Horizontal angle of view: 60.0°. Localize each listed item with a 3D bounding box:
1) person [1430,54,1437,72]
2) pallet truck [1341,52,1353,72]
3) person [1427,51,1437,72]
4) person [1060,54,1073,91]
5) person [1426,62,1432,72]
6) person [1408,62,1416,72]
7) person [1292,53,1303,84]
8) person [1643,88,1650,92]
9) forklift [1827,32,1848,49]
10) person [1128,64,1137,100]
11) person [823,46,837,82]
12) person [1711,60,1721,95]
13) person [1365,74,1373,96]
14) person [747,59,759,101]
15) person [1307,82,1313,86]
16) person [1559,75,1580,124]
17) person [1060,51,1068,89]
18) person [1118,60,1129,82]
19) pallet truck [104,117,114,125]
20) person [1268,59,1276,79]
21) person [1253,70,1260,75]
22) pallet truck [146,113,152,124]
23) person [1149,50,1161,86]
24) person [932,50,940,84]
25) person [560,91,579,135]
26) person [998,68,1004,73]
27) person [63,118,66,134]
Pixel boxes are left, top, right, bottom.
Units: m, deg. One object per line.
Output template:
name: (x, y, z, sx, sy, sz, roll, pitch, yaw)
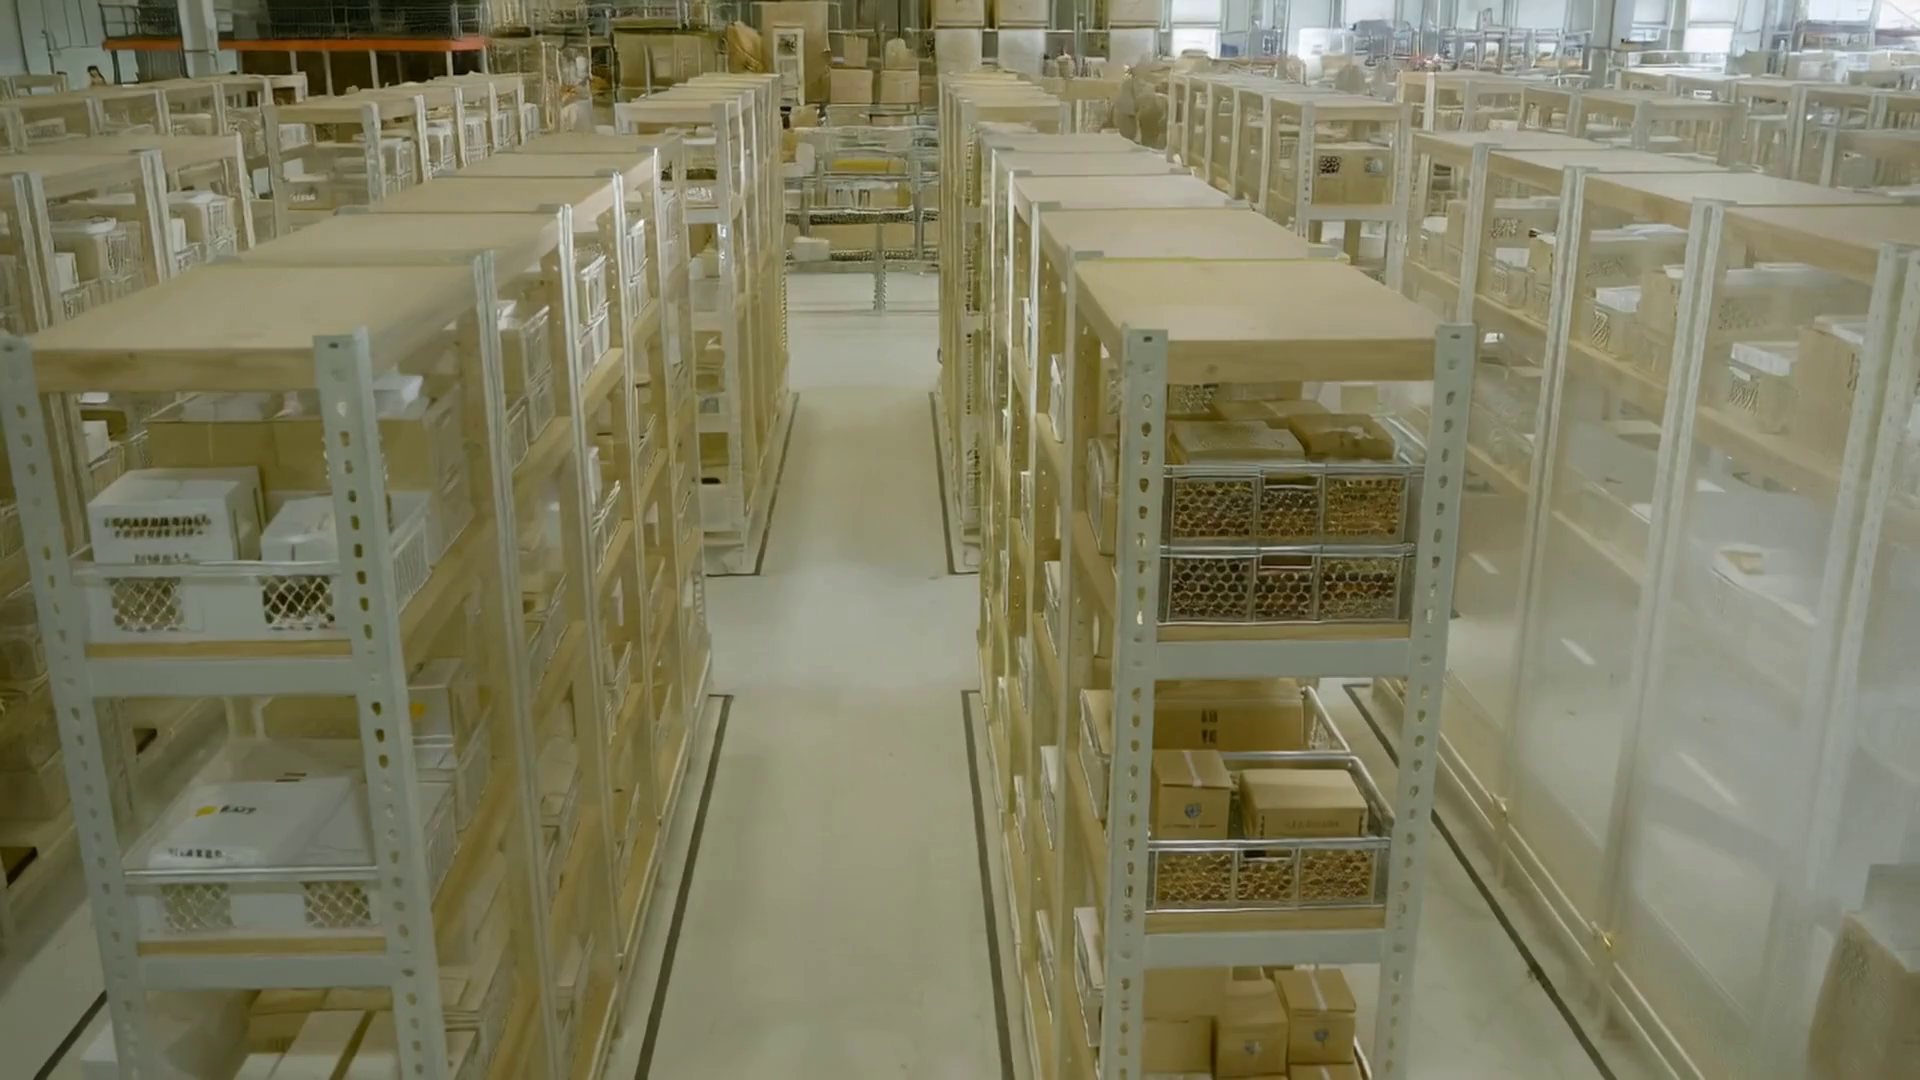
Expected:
person: (23.426, -23.109, 82.386, 0.615, 1.868, 1.005, -15, 23, -38)
pallet truck: (18.794, -23.123, 82.231, 0.823, 1.965, 1.885, -13, 22, -35)
person: (24.778, -24.721, 87.343, 0.964, 1.888, 0.561, 0, 18, 0)
person: (5.364, -23.561, 83.837, 0.637, 1.842, 0.429, 6, 19, 17)
person: (20.209, -19.688, 71.856, 0.346, 1.840, 0.505, 7, 19, 20)
person: (19.743, -19.920, 72.590, 0.717, 1.839, 0.581, -4, 18, -12)
person: (16.932, -23.318, 82.970, 0.828, 1.909, 0.644, -10, 21, -29)
person: (21.415, -13.200, 51.939, 0.405, 1.750, 0.547, -4, 18, -12)
forklift: (46.023, -25.321, 87.619, 1.129, 2.768, 1.873, -1, 18, -2)
person: (6.969, -18.312, 67.469, 0.391, 1.920, 0.587, -9, 20, -26)
person: (-7.366, -26.789, 93.638, 0.844, 1.964, 0.634, -6, 19, -18)
person: (33.818, -20.537, 74.484, 0.964, 1.848, 0.572, -1, 18, -4)
person: (14.565, -15.703, 59.469, 0.328, 1.877, 0.513, -1, 18, -2)
person: (-9.284, -20.648, 74.753, 0.578, 1.882, 0.346, 3, 18, 8)
person: (11.941, -14.847, 57.113, 0.320, 1.694, 0.533, 5, 19, 16)
person: (20.125, -14.324, 54.934, 0.678, 2.000, 0.537, 10, 20, 28)
person: (5.367, -24.145, 85.509, 0.605, 1.933, 0.476, 15, 23, 38)
person: (7.643, -21.689, 78.236, 0.701, 1.720, 0.501, 16, 24, 40)
pallet truck: (-18.367, -7.885, 35.078, 1.885, 1.965, 0.823, 1, 18, 2)
person: (15.095, -22.404, 80.505, 0.534, 1.692, 0.321, -16, 24, -40)
person: (10.817, -16.303, 61.249, 0.485, 1.924, 0.555, 10, 20, 27)
pallet truck: (-18.087, -8.309, 36.390, 1.885, 1.965, 0.823, -1, 18, -4)
person: (10.403, -25.019, 88.237, 0.587, 1.911, 0.608, 7, 19, 21)
person: (-1.315, -26.050, 91.567, 0.429, 1.829, 0.640, -10, 20, -27)
person: (-10.522, -11.044, 44.779, 0.605, 2.045, 0.377, 9, 20, 26)
person: (1.583, -17.072, 63.622, 0.407, 1.922, 0.585, -6, 19, -19)
person: (-22.975, -10.166, 42.281, 0.643, 1.908, 0.411, -9, 20, -25)
